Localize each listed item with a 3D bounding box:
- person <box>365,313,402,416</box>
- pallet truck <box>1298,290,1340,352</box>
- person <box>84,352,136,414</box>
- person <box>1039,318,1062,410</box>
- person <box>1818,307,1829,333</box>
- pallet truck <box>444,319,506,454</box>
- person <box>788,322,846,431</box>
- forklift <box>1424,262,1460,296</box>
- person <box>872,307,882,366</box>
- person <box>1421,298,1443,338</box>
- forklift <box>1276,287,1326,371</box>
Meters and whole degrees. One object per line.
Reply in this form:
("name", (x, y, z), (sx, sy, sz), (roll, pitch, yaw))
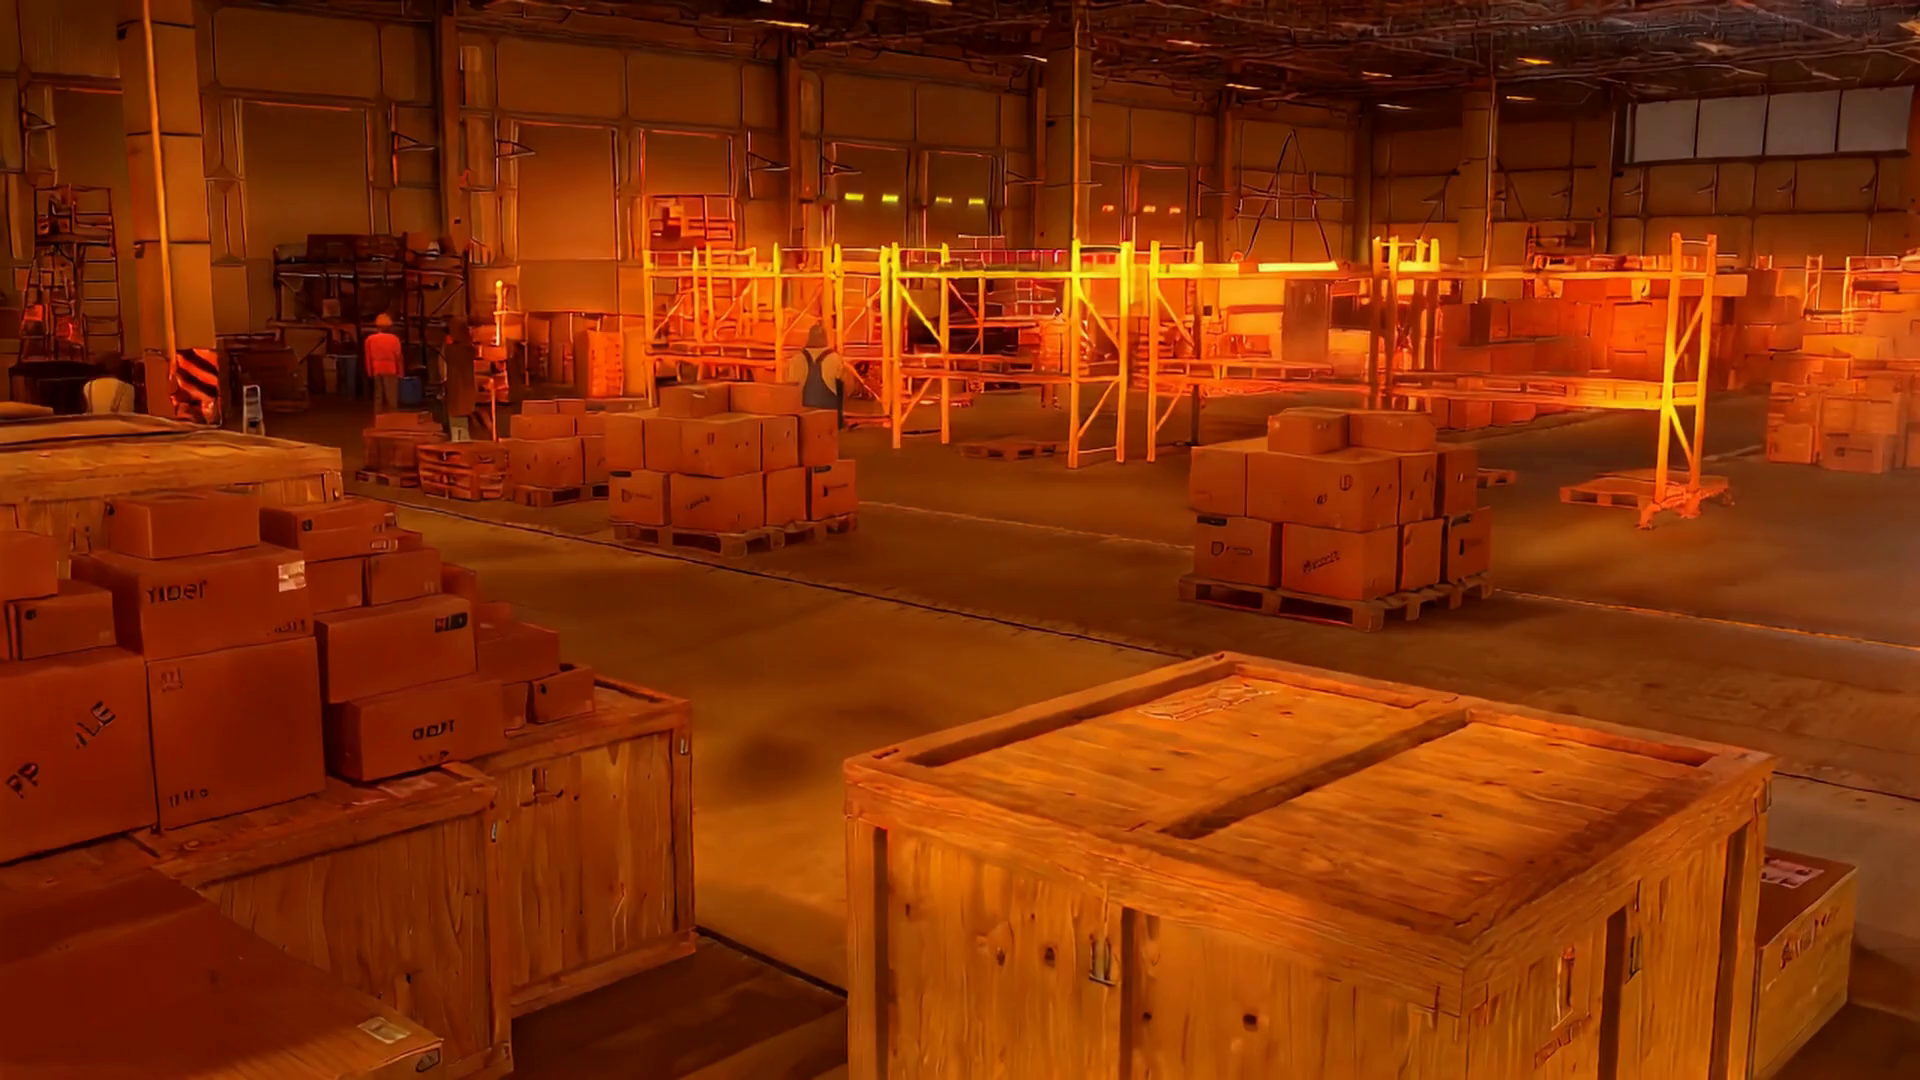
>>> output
("person", (-9.453, -2.753, 27.338), (0.584, 1.927, 0.367), (1, 9, 6))
("pallet truck", (11.297, -6.951, 52.861), (1.885, 1.965, 0.823), (-5, 11, -29))
("person", (-8.517, -0.974, 16.752), (0.594, 1.834, 1.005), (1, 9, 9))
("person", (1.733, -3.333, 31.487), (0.488, 1.736, 0.323), (-5, 11, -29))
("person", (22.130, -5.139, 42.716), (0.360, 1.681, 0.539), (4, 10, 25))
("pallet truck", (-6.981, -1.942, 22.150), (1.885, 1.965, 0.823), (1, 9, 9))
("person", (-1.722, -1.638, 20.156), (0.696, 2.000, 0.535), (0, 9, 1))
("forklift", (13.086, -6.153, 45.267), (1.129, 2.768, 1.873), (5, 10, 26))
("person", (-2.196, -5.398, 44.473), (0.313, 1.632, 0.523), (-1, 9, -8))
("person", (11.637, -4.966, 40.876), (0.637, 1.936, 0.355), (8, 12, 40))
("forklift", (8.759, -5.708, 42.543), (1.129, 2.768, 1.873), (0, 9, 2))
